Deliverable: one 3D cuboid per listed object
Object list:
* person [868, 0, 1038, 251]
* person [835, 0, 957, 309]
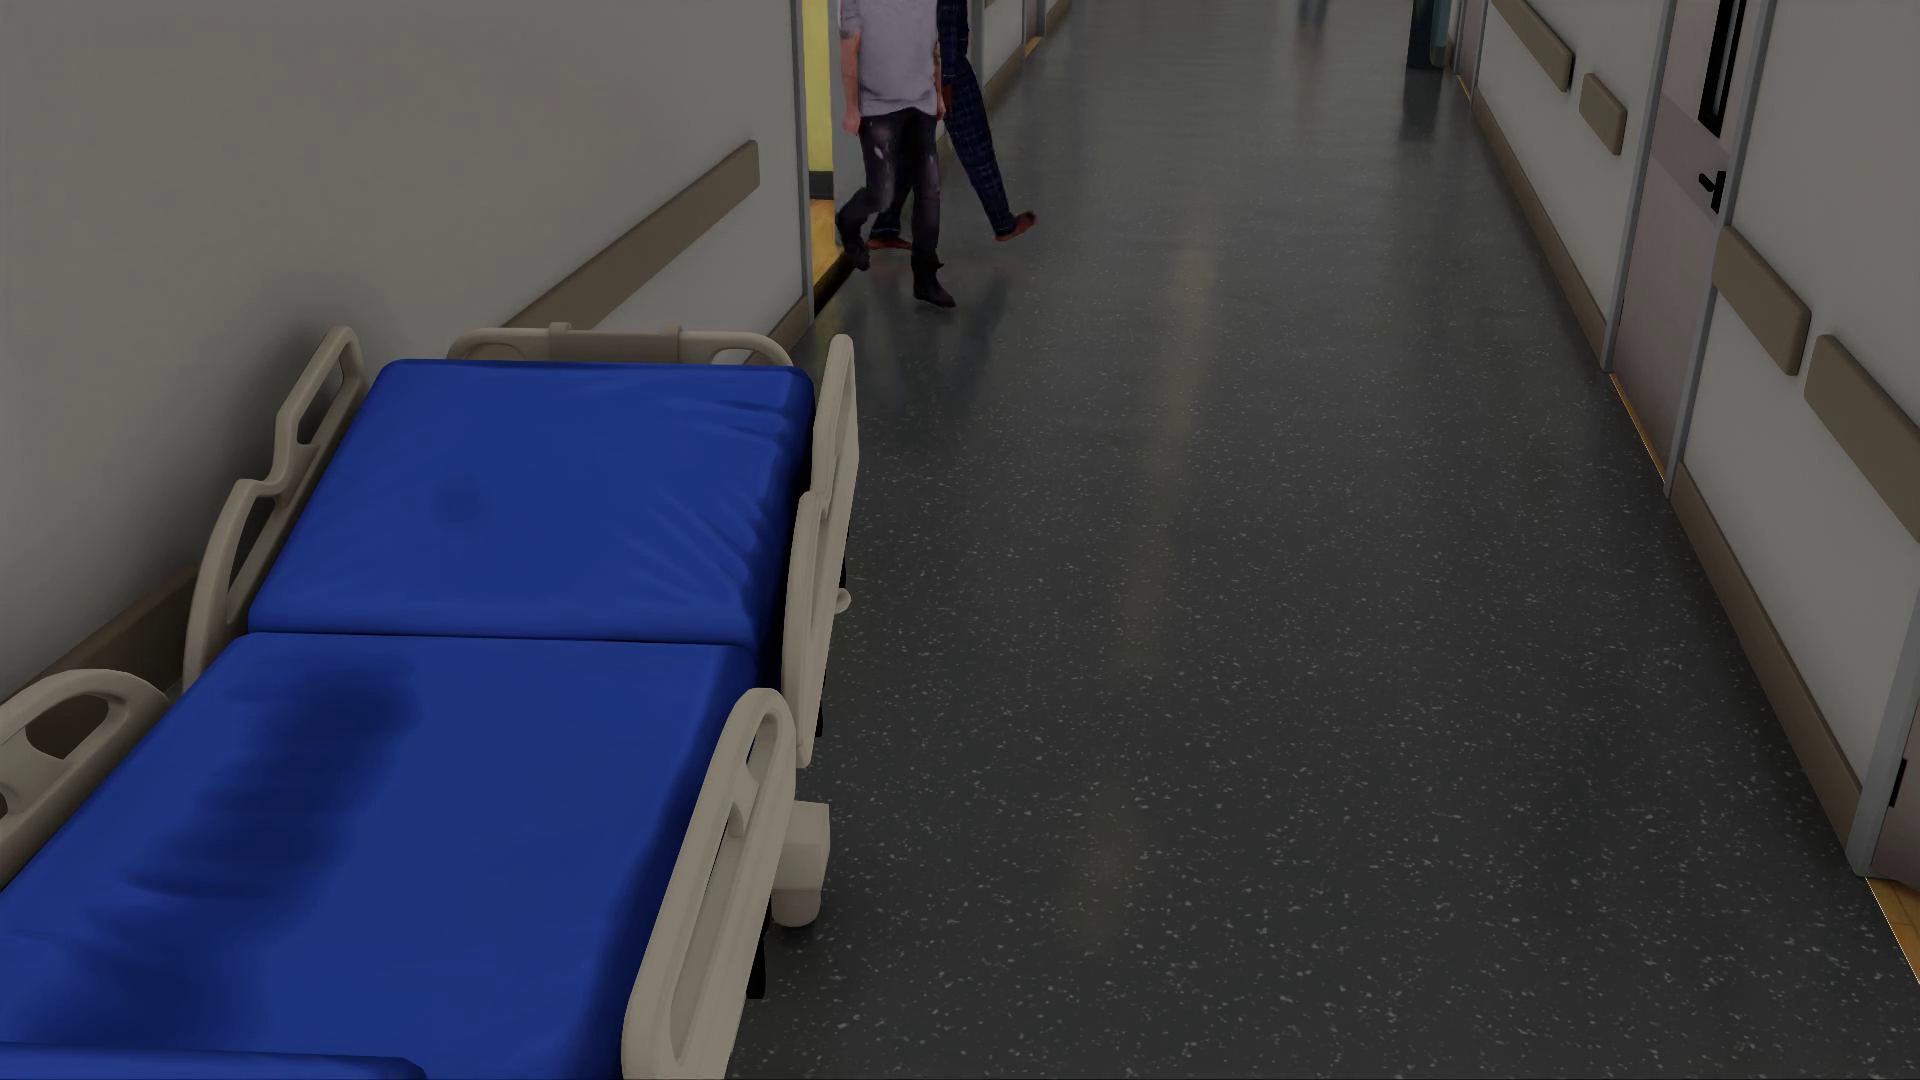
[{"bbox_3d":[-0.219,-2.290,8.277,1.222,1.765,1.115,-11,28,-22],"label":"person"},{"bbox_3d":[-0.337,-1.984,7.597,1.080,1.806,1.125,-17,30,-31],"label":"person"}]
